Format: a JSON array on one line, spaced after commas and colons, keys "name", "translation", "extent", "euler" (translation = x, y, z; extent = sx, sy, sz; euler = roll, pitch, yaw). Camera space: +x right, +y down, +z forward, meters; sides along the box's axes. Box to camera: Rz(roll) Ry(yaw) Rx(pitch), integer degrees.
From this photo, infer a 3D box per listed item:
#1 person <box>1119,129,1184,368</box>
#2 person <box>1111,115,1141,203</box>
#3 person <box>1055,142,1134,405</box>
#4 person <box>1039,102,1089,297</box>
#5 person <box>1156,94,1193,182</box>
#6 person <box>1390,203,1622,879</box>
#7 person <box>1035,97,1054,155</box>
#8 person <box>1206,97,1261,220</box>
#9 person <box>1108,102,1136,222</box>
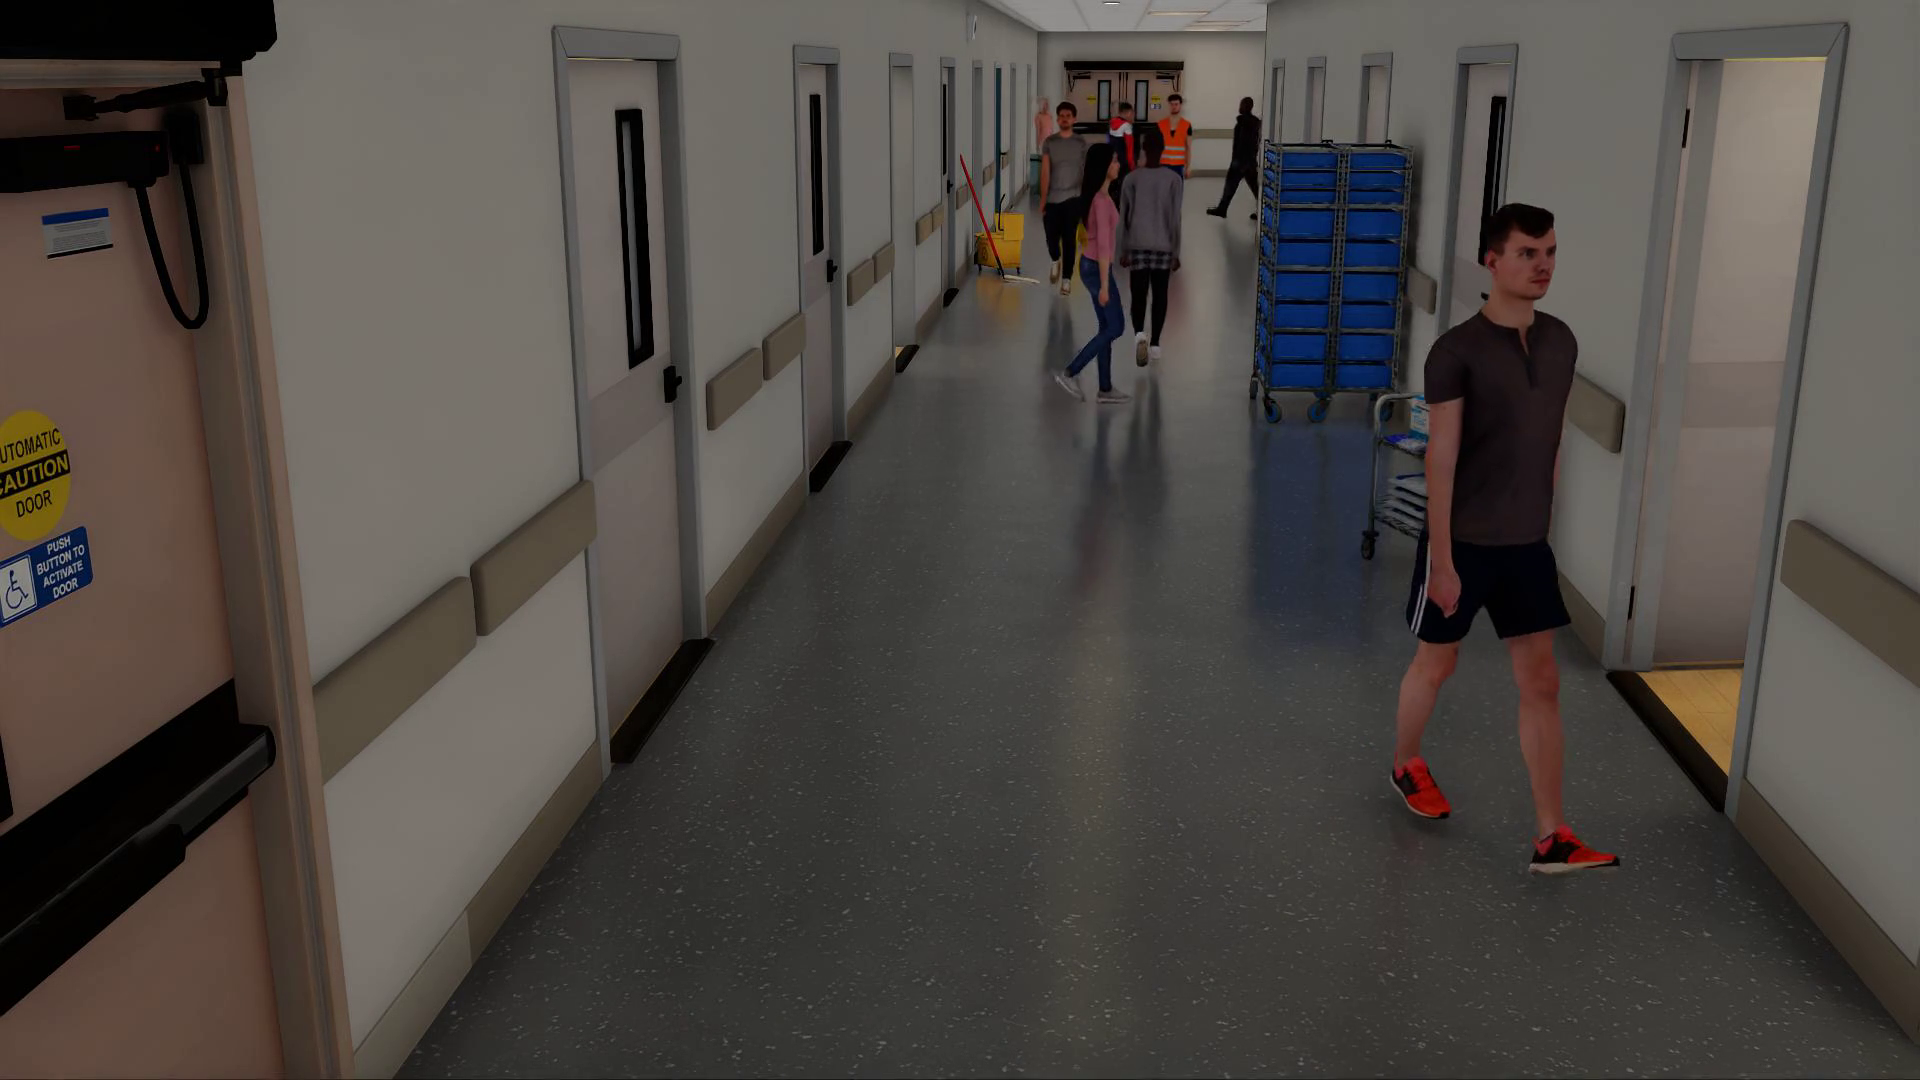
[{"name": "person", "translation": [1.425, -2.161, 12.485], "extent": [0.624, 1.744, 1.103], "euler": [2, 16, 6]}, {"name": "person", "translation": [2.509, -5.716, 25.231], "extent": [0.599, 1.670, 0.532], "euler": [1, 16, 2]}, {"name": "person", "translation": [0.880, -1.759, 11.076], "extent": [0.717, 1.734, 0.739], "euler": [-1, 16, -2]}, {"name": "person", "translation": [1.025, -3.407, 16.672], "extent": [0.658, 1.870, 1.164], "euler": [2, 16, 7]}, {"name": "person", "translation": [2.877, -5.067, 22.591], "extent": [0.853, 1.854, 1.248], "euler": [5, 17, 18]}, {"name": "person", "translation": [1.430, 0.004, 4.690], "extent": [0.993, 1.806, 1.264], "euler": [-5, 17, -18]}, {"name": "person", "translation": [1.552, -7.602, 31.871], "extent": [0.952, 1.697, 0.922], "euler": [12, 20, 37]}, {"name": "person", "translation": [4.345, -5.651, 24.793], "extent": [1.159, 1.782, 1.287], "euler": [10, 18, 31]}, {"name": "person", "translation": [2.356, -5.635, 24.837], "extent": [0.892, 1.728, 0.793], "euler": [-14, 21, -42]}]
